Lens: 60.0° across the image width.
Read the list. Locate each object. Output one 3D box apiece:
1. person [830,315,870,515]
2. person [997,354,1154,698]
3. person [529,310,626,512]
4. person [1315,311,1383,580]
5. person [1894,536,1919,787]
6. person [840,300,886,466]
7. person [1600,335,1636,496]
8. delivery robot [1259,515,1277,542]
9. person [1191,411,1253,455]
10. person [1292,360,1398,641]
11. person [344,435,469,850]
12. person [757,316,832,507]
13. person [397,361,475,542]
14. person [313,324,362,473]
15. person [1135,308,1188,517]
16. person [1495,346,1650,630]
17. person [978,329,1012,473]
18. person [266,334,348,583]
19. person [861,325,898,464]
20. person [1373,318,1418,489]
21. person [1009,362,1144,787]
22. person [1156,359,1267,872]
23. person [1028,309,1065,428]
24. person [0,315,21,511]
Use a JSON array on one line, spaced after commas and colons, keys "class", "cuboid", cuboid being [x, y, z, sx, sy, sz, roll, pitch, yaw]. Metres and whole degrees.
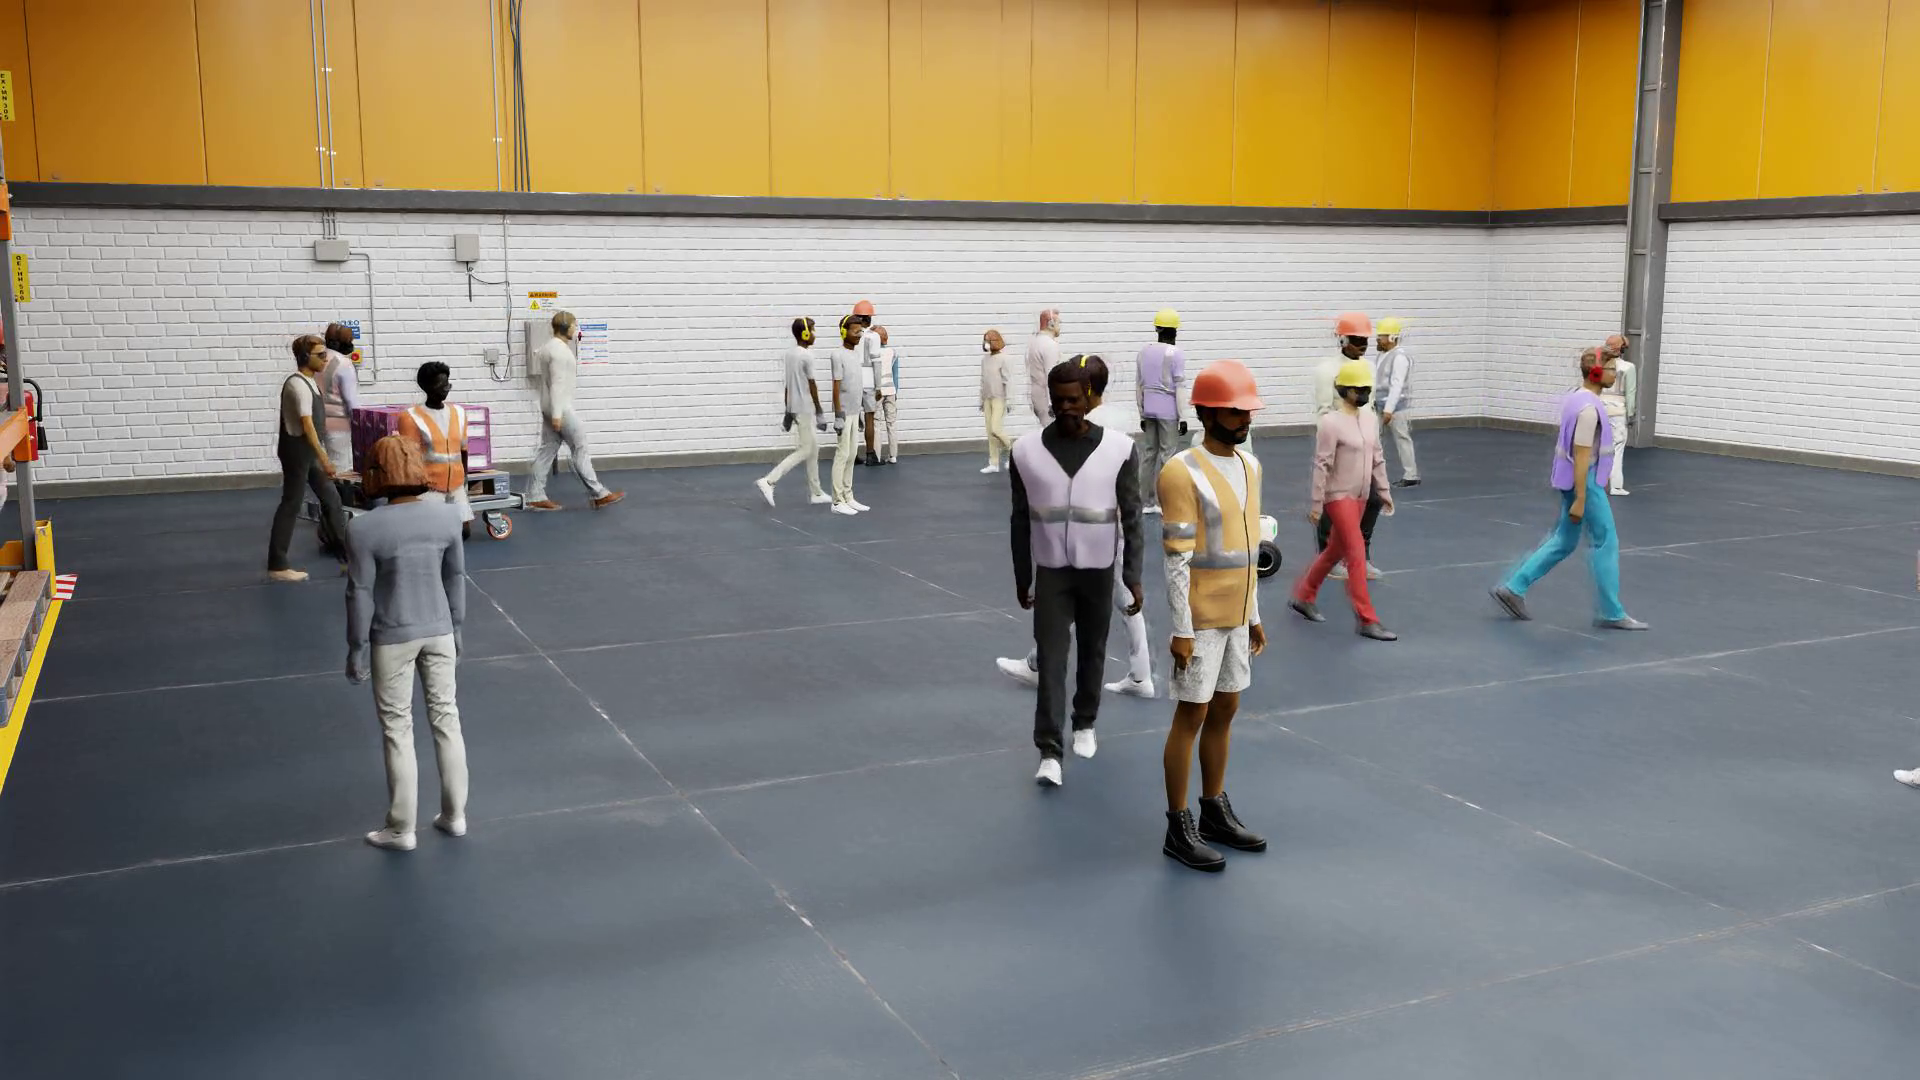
[{"class": "person", "cuboid": [-1.040, -1.174, 15.614, 0.310, 1.864, 0.533, 3, 10, 20]}, {"class": "person", "cuboid": [0.660, -0.076, 8.949, 0.942, 1.822, 0.541, 6, 11, 34]}, {"class": "person", "cuboid": [-3.657, -1.209, 15.727, 0.975, 1.892, 0.655, -4, 10, -22]}, {"class": "person", "cuboid": [2.870, -0.668, 12.119, 0.659, 1.973, 0.619, -6, 11, -33]}, {"class": "person", "cuboid": [4.288, 0.248, 6.846, 0.709, 1.853, 0.900, -3, 10, -20]}, {"class": "person", "cuboid": [-1.135, -1.828, 19.443, 0.547, 1.938, 0.379, 5, 11, 31]}, {"class": "person", "cuboid": [6.611, -1.262, 16.877, 0.309, 1.633, 0.526, -6, 11, -33]}, {"class": "delivery robot", "cuboid": [2.006, -0.064, 12.488, 0.707, 0.478, 0.477, 0, 9, 0]}, {"class": "person", "cuboid": [1.488, -0.148, 10.039, 0.503, 1.613, 0.620, -9, 13, -44]}, {"class": "person", "cuboid": [2.424, -0.276, 10.480, 0.528, 1.726, 0.884, -8, 12, -42]}, {"class": "person", "cuboid": [-2.175, 0.401, 6.561, 0.272, 1.630, 0.507, 9, 12, 43]}, {"class": "person", "cuboid": [-1.578, -1.232, 16.084, 0.824, 1.838, 0.533, -5, 10, -27]}, {"class": "person", "cuboid": [-3.560, -0.371, 11.211, 0.468, 1.686, 0.533, 7, 12, 38]}, {"class": "person", "cuboid": [-5.508, -1.009, 14.760, 0.638, 1.812, 0.496, 7, 12, 38]}, {"class": "person", "cuboid": [1.884, -1.175, 15.424, 0.377, 1.929, 0.585, -7, 12, -39]}, {"class": "person", "cuboid": [3.918, -0.334, 10.587, 0.881, 1.815, 0.579, 2, 9, 13]}, {"class": "person", "cuboid": [0.401, -1.561, 18.742, 0.385, 1.620, 0.527, -7, 11, -36]}, {"class": "person", "cuboid": [-4.674, -0.585, 12.132, 0.907, 1.804, 0.515, -1, 9, -8]}, {"class": "person", "cuboid": [-0.936, -1.692, 19.517, 0.513, 1.642, 0.313, -7, 11, -35]}, {"class": "person", "cuboid": [4.381, -1.402, 17.262, 0.915, 1.779, 0.621, -2, 9, -10]}, {"class": "person", "cuboid": [0.516, 0.139, 7.461, 0.613, 1.862, 0.993, 1, 9, 7]}, {"class": "person", "cuboid": [0.990, 0.278, 6.375, 0.354, 1.939, 0.544, 9, 13, 43]}, {"class": "person", "cuboid": [0.859, -1.459, 17.285, 0.632, 1.887, 0.645, -1, 9, -9]}, {"class": "person", "cuboid": [-7.347, -0.729, 12.600, 0.508, 1.945, 0.662, -8, 12, -41]}]
